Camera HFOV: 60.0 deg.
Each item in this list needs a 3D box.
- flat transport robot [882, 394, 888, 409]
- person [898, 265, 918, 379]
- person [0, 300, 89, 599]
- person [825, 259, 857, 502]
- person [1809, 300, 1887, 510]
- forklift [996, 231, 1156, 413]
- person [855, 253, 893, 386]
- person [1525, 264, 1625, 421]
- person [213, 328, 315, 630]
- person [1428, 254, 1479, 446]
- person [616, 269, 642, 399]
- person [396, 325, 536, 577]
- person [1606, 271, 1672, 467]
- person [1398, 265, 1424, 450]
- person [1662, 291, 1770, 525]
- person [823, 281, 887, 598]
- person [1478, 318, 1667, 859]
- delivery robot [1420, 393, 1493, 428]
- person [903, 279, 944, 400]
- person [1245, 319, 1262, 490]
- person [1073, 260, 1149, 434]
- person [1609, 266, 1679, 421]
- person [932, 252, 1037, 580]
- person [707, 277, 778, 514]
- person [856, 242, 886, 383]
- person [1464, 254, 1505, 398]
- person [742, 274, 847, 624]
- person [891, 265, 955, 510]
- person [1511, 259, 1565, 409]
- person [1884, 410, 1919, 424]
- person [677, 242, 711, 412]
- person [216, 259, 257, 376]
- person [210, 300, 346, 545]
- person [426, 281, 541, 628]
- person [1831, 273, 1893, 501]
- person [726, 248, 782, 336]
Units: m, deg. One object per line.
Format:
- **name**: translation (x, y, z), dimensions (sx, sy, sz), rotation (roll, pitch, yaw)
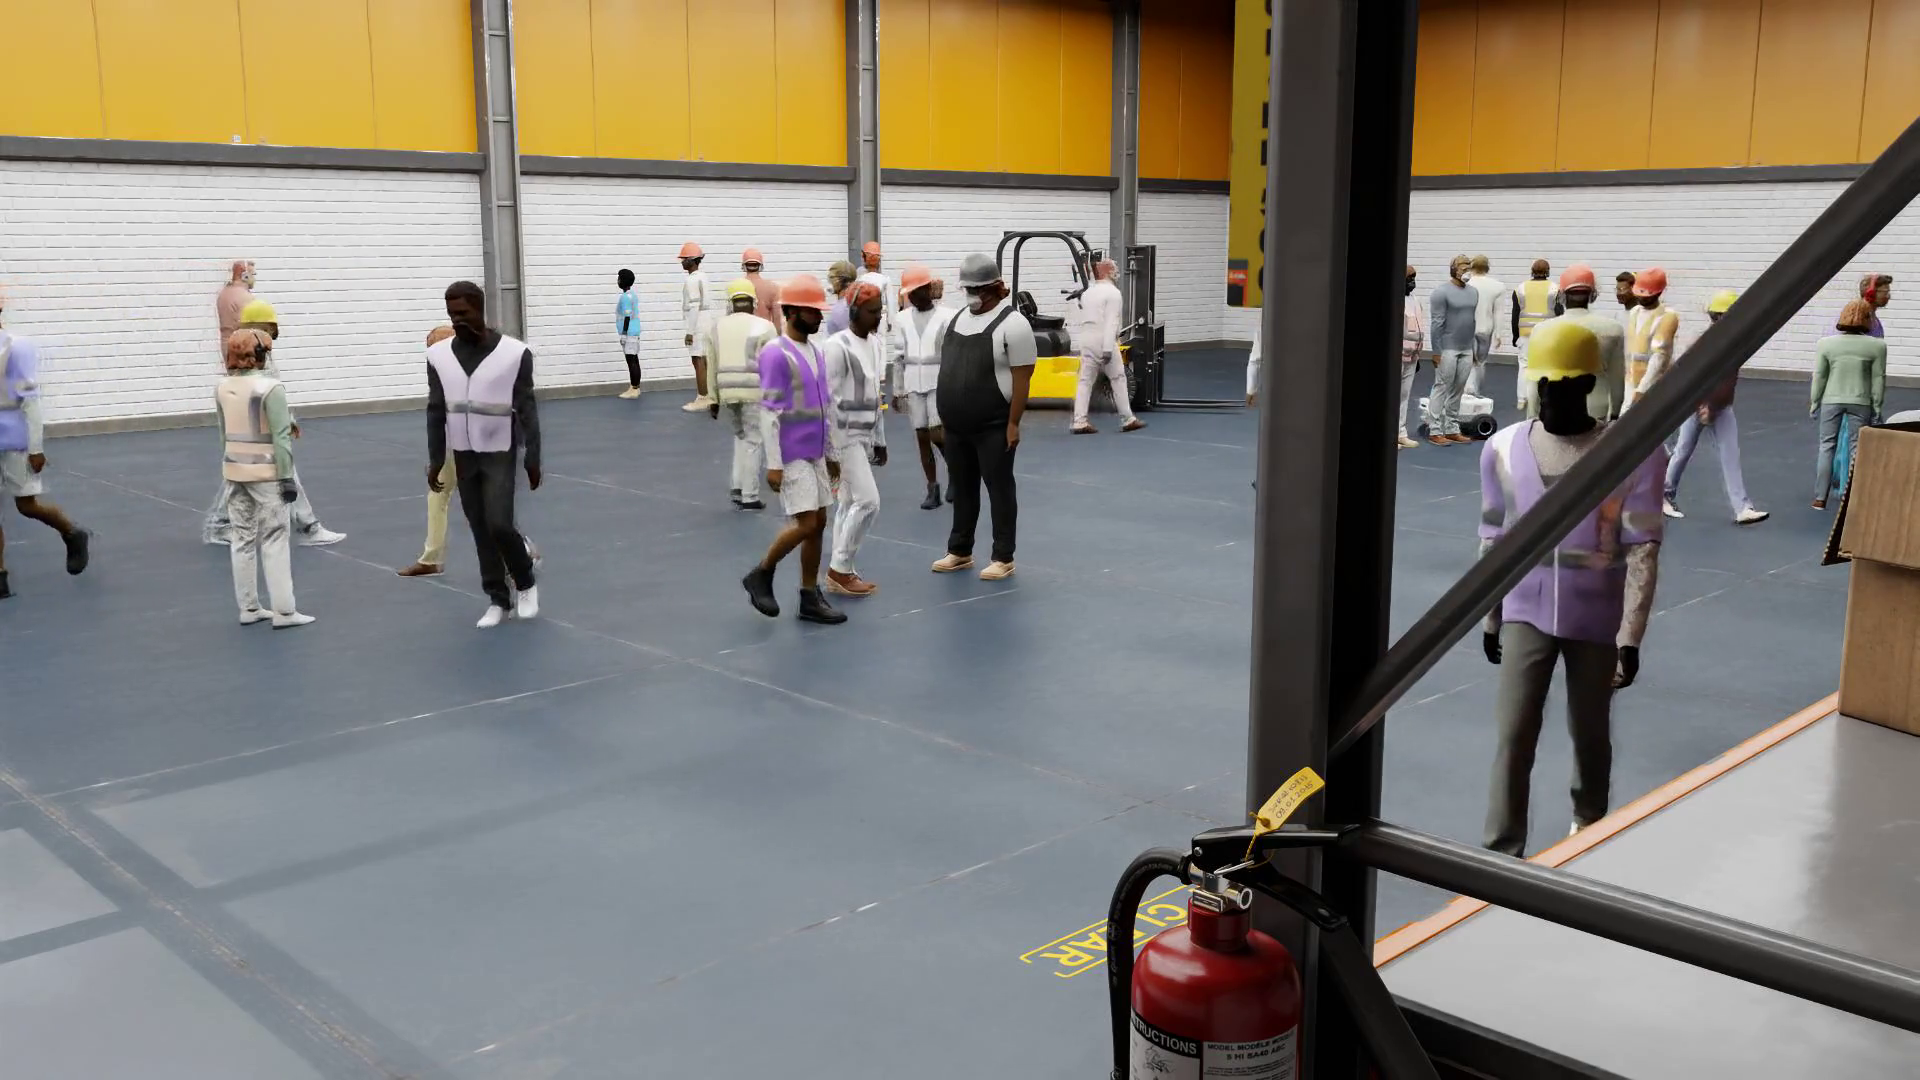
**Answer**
- **flat transport robot**: translation (-1.432, -1.761, 20.574), dimensions (0.652, 0.197, 1.431), rotation (-4, 11, -22)
- **person**: translation (-0.671, -3.220, 24.670), dimensions (0.532, 1.691, 0.321), rotation (4, 11, 19)
- **person**: translation (-5.612, -0.610, 9.850), dimensions (0.547, 1.912, 0.813), rotation (2, 11, 13)
- **person**: translation (-0.915, -1.272, 13.359), dimensions (0.362, 1.938, 0.636), rotation (1, 10, 3)
- **person**: translation (6.862, -1.031, 12.877), dimensions (0.508, 1.632, 0.270), rotation (6, 12, 29)
- **forklift**: translation (1.222, -2.721, 20.561), dimensions (2.313, 2.155, 1.214), rotation (2, 11, 13)
- **person**: translation (-1.244, -3.118, 23.603), dimensions (0.585, 1.879, 0.357), rotation (-2, 11, -13)
- **person**: translation (4.093, -0.853, 11.087), dimensions (0.616, 1.940, 1.040), rotation (4, 11, 21)
- **person**: translation (-3.828, -0.328, 9.052), dimensions (0.520, 1.636, 0.314), rotation (5, 12, 27)
- **person**: translation (5.027, -1.926, 16.928), dimensions (0.635, 1.937, 0.352), rotation (-7, 12, -33)
- **person**: translation (-4.343, -2.698, 21.792), dimensions (0.318, 1.697, 0.533), rotation (0, 10, 0)
- **person**: translation (-3.080, -0.543, 10.333), dimensions (0.825, 1.593, 0.488), rotation (-3, 11, -17)
- **person**: translation (5.820, -1.388, 14.310), dimensions (0.890, 1.836, 0.553), rotation (-4, 11, -20)
- **person**: translation (4.409, -1.825, 16.639), dimensions (0.627, 1.844, 0.429), rotation (-10, 14, -42)
- **person**: translation (5.595, -0.967, 12.302), dimensions (0.542, 1.722, 0.922), rotation (-4, 11, -21)
- **person**: translation (-0.596, -0.584, 9.781), dimensions (0.435, 1.865, 0.602), rotation (3, 11, 16)
- **person**: translation (1.947, 0.227, 5.368), dimensions (0.586, 1.886, 0.959), rotation (6, 12, 31)
- **delivery robot**: translation (5.223, -1.388, 17.514), dimensions (0.707, 0.478, 0.477), rotation (0, 10, -2)
- **person**: translation (-0.365, -2.583, 21.492), dimensions (0.888, 1.568, 0.511), rotation (-6, 12, -32)
- **person**: translation (2.640, -1.265, 13.728), dimensions (0.617, 1.781, 0.945), rotation (9, 13, 39)
- **person**: translation (1.601, -2.073, 17.946), dimensions (0.969, 1.855, 0.671), rotation (-6, 12, -31)
- **person**: translation (5.449, -1.247, 13.359), dimensions (0.526, 1.892, 0.591), rotation (-4, 11, -19)
- **person**: translation (0.105, -0.774, 10.363), dimensions (0.680, 2.000, 0.537), rotation (9, 14, 40)
- **person**: translation (-1.628, -1.111, 12.840), dimensions (0.604, 1.803, 0.500), rotation (6, 12, 28)
- **person**: translation (-1.311, -3.290, 24.100), dimensions (0.403, 2.035, 0.609), rotation (-5, 11, -25)
- **person**: translation (6.350, -2.557, 20.459), dimensions (0.637, 1.914, 0.891), rotation (2, 11, 11)
- **person**: translation (-0.885, -0.481, 9.072), dimensions (0.524, 1.920, 0.562), rotation (5, 11, 24)
- **person**: translation (-0.258, -1.180, 12.972), dimensions (0.567, 1.900, 0.427), rotation (4, 11, 23)
- **person**: translation (7.066, -2.505, 20.349), dimensions (0.621, 1.845, 0.429), rotation (6, 12, 28)
- **person**: translation (3.297, 0.197, 5.561), dimensions (0.337, 1.864, 0.513), rotation (-9, 14, -40)
- **person**: translation (-3.223, -2.576, 20.183), dimensions (0.382, 2.045, 0.605), rotation (1, 10, 5)
- **person**: translation (-7.276, -1.902, 16.940), dimensions (0.639, 1.885, 0.458), rotation (8, 13, 39)
- **person**: translation (-4.757, -0.787, 11.375), dimensions (0.903, 1.698, 0.490), rotation (-3, 11, -15)
- **person**: translation (-2.579, -0.451, 9.022), dimensions (0.599, 1.892, 0.463), rotation (2, 11, 11)
- **person**: translation (7.193, -1.207, 13.295), dimensions (0.423, 1.831, 0.580), rotation (8, 13, 39)
- **person**: translation (-2.297, -2.258, 18.604), dimensions (0.617, 1.987, 0.403), rotation (-1, 10, -4)
